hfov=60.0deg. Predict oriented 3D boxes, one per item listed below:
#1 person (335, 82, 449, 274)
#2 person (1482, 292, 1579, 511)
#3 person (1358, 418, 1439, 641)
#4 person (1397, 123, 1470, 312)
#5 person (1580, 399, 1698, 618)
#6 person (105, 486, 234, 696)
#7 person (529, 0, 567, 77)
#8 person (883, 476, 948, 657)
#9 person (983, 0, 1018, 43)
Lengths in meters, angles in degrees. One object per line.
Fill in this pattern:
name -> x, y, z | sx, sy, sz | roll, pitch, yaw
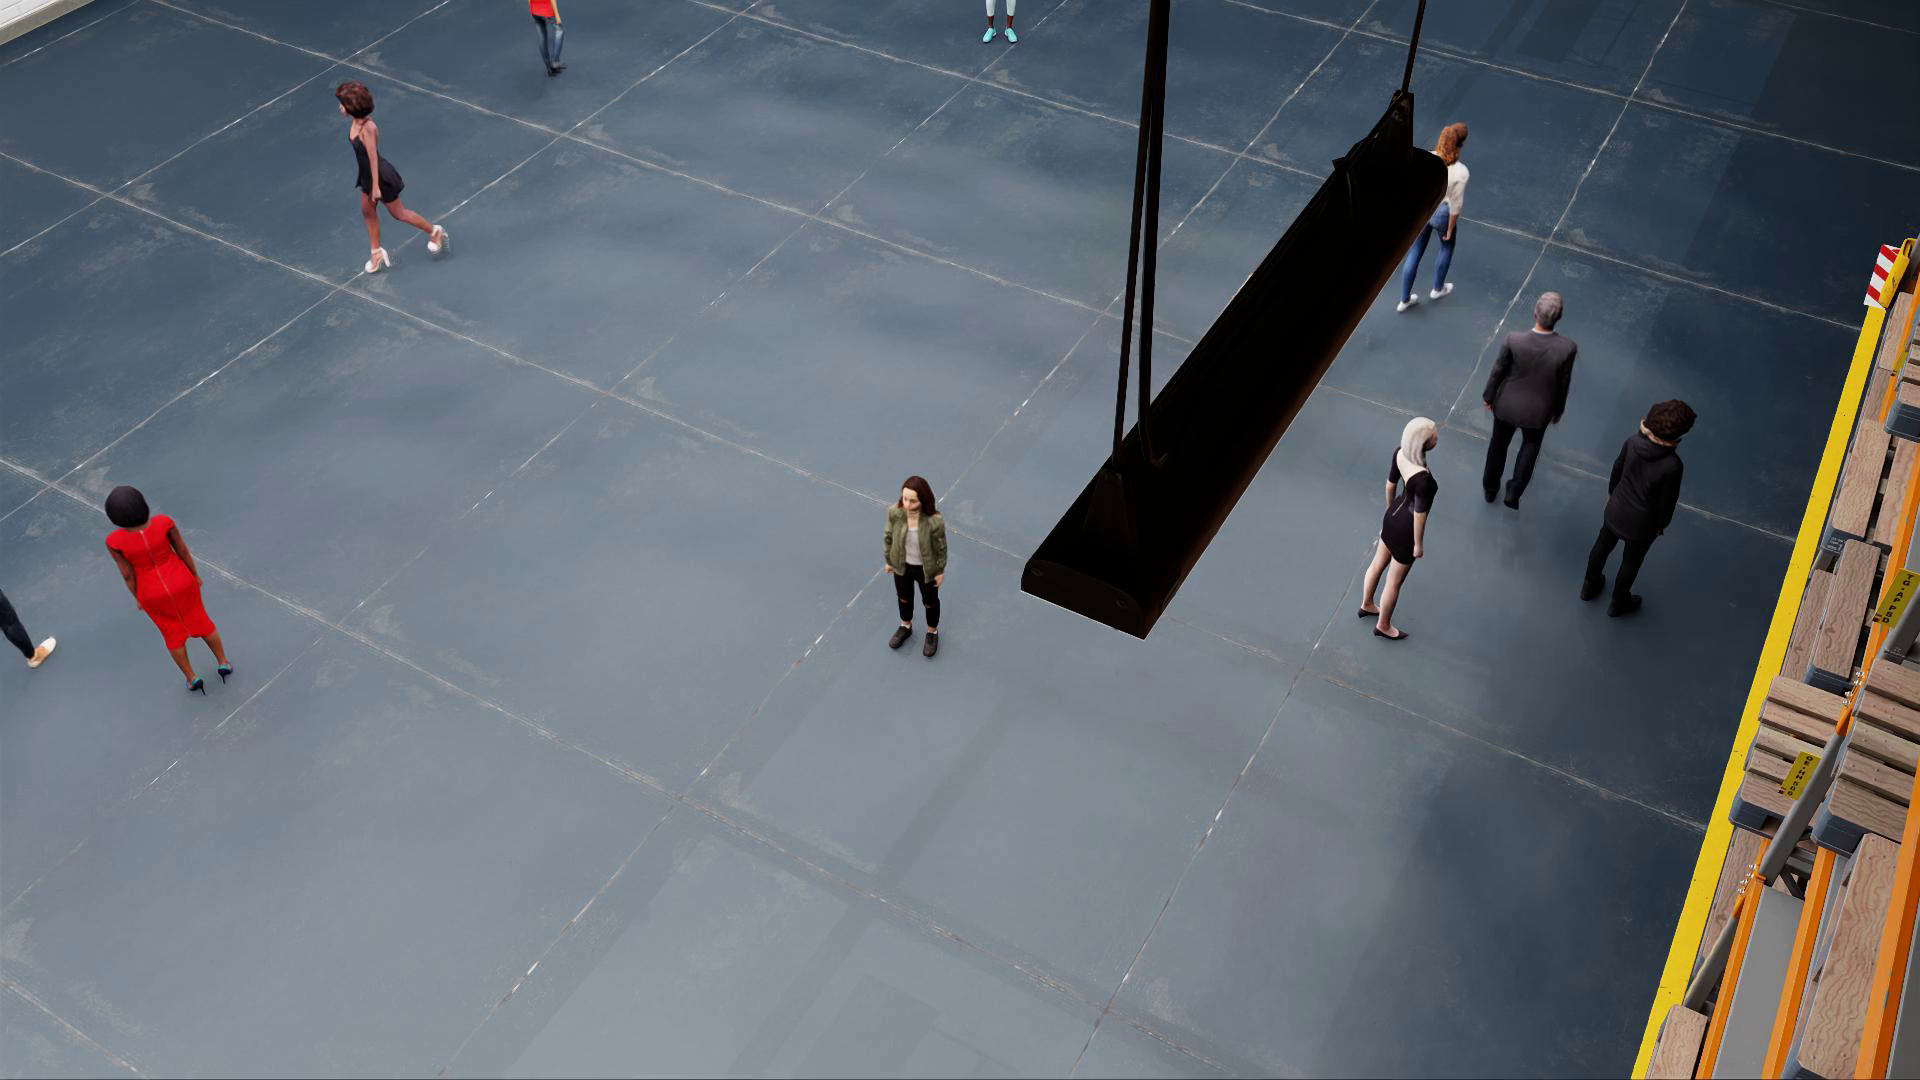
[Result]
person -> -4.868, -3.096, 14.189 | 1.060, 1.773, 0.820 | -26, 49, -25
person -> 4.029, -0.923, 11.873 | 0.824, 1.821, 0.863 | 13, 45, 13
person -> 2.915, -0.077, 10.979 | 0.703, 1.829, 0.644 | -11, 45, -11
person -> 3.873, -2.623, 13.746 | 0.721, 1.700, 0.877 | 32, 52, 29
person -> 4.538, -0.211, 11.156 | 0.719, 1.779, 0.716 | -27, 50, -26
person -> -5.060, 0.322, 10.622 | 0.565, 1.744, 0.695 | -27, 50, -25
person -> -4.247, -5.313, 16.856 | 0.551, 1.304, 0.572 | 12, 45, 12
person -> -0.287, 0.161, 10.986 | 0.623, 1.475, 0.570 | 13, 45, 13
person -> 0.452, -6.031, 17.304 | 0.651, 1.725, 0.679 | -1, 44, -1
